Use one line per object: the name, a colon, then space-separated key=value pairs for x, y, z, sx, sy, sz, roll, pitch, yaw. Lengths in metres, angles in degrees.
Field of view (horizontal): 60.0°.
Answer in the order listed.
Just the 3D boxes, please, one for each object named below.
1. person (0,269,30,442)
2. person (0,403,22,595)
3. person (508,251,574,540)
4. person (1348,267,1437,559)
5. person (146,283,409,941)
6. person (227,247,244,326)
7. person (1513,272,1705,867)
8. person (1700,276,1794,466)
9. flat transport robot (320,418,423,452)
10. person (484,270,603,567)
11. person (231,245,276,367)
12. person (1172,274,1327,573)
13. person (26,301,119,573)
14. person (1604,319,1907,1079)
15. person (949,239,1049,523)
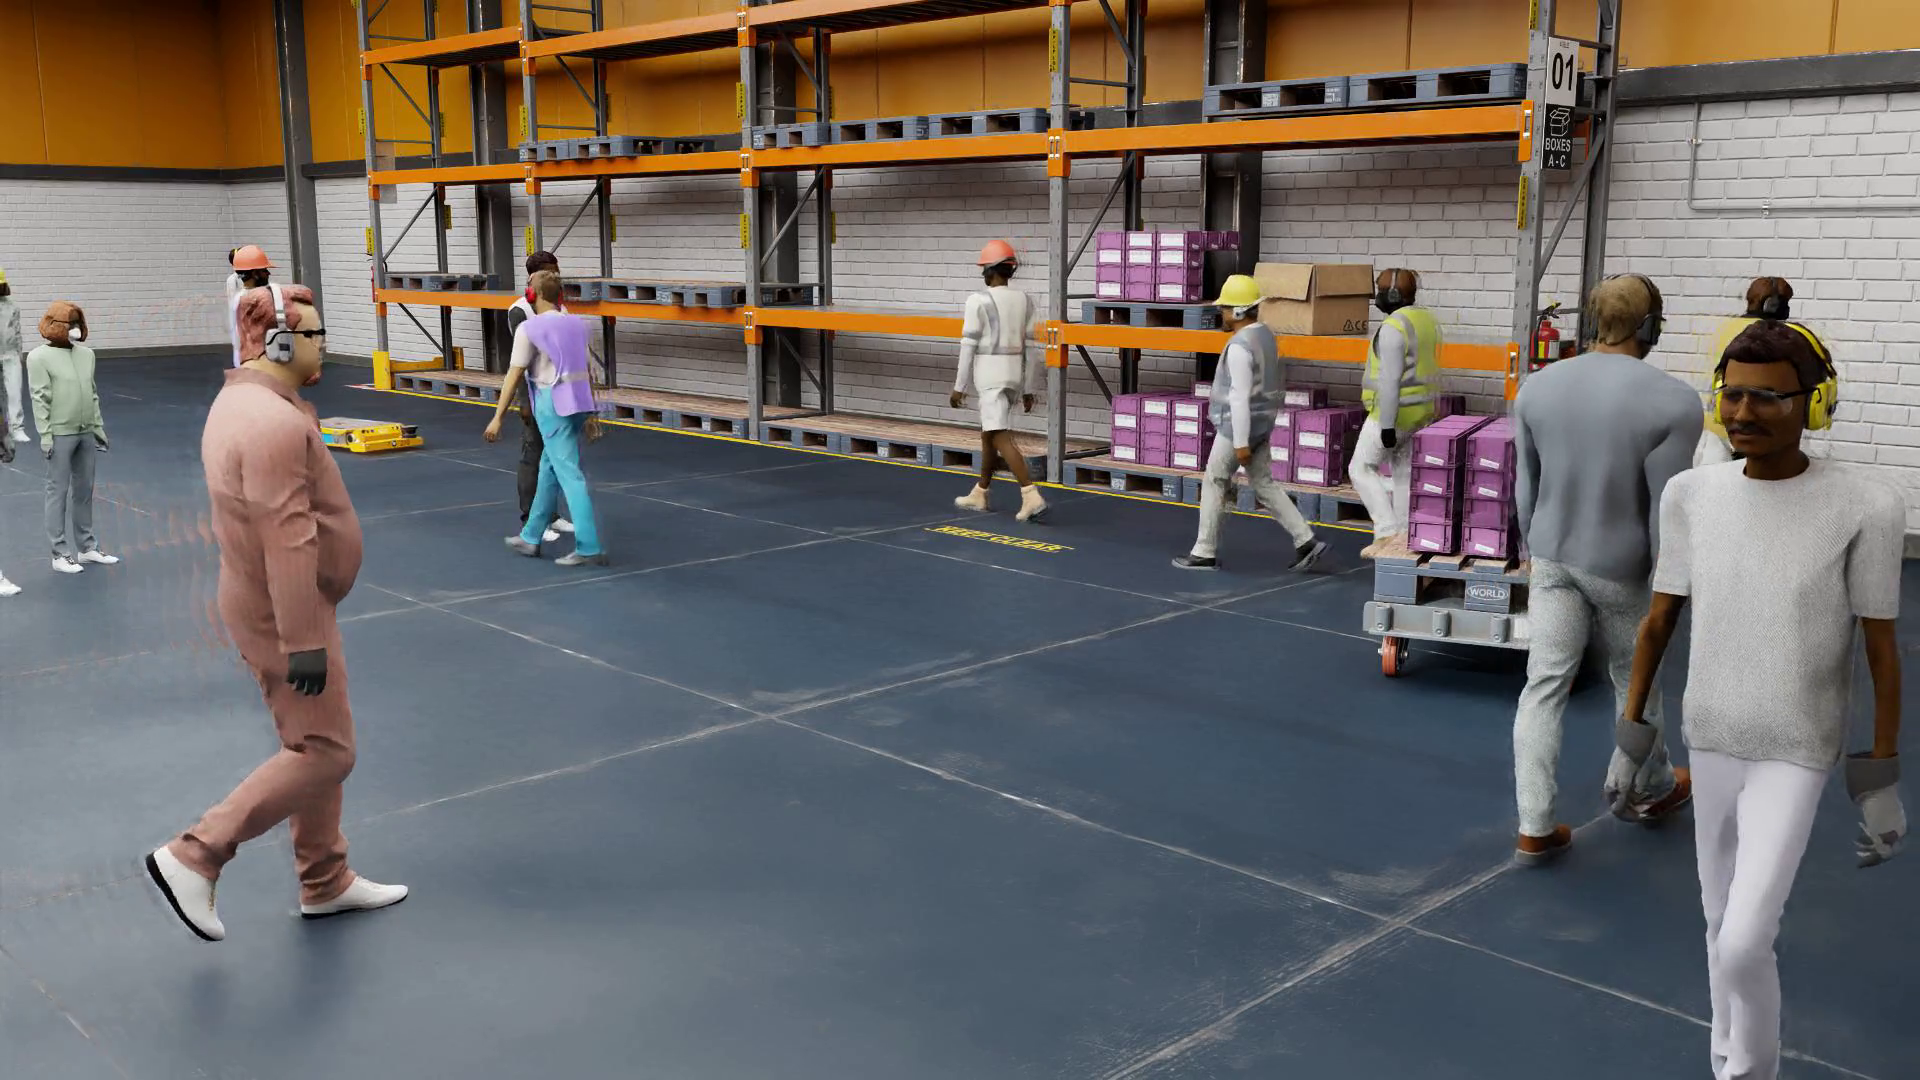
person: x=-9.531 y=-1.838 z=16.444 sx=0.764 sy=1.716 sz=0.495 roll=8 pitch=13 yaw=38
person: x=-5.754 y=-0.615 z=9.496 sx=0.919 sy=1.828 sz=0.524 roll=5 pitch=11 yaw=25
person: x=-2.806 y=-0.971 z=11.173 sx=0.398 sy=1.920 sz=0.590 roll=3 pitch=11 yaw=16
person: x=2.690 y=-0.760 z=10.292 sx=0.455 sy=1.831 sz=0.626 roll=9 pitch=14 yaw=39
person: x=-1.968 y=0.222 z=4.732 sx=0.615 sy=1.889 sz=0.663 roll=-5 pitch=12 yaw=-27
person: x=-8.490 y=-2.523 z=19.756 sx=0.328 sy=1.876 sz=0.513 roll=-2 pitch=11 yaw=-10
person: x=2.142 y=0.079 z=5.490 sx=0.973 sy=1.891 sz=0.653 roll=-10 pitch=14 yaw=-44
person: x=4.682 y=-0.645 z=9.772 sx=0.970 sy=1.781 sz=0.631 roll=1 pitch=10 yaw=4
flat transport robot: x=-5.884 y=-1.020 z=15.936 sx=1.431 sy=0.197 sz=0.652 roll=7 pitch=12 yaw=33
person: x=-2.578 y=-0.739 z=10.213 sx=0.897 sy=1.796 sz=0.613 roll=4 pitch=11 yaw=21
person: x=-5.385 y=-1.277 z=12.779 sx=0.344 sy=1.942 sz=0.549 roll=-4 pitch=11 yaw=-20
person: x=1.758 y=-0.680 z=9.928 sx=0.864 sy=1.801 sz=0.594 roll=6 pitch=12 yaw=29
person: x=-5.387 y=-0.629 z=10.084 sx=0.286 sy=1.633 sz=0.497 roll=3 pitch=11 yaw=14
person: x=1.623 y=0.471 z=3.483 sx=0.597 sy=1.849 sz=0.566 roll=-8 pitch=13 yaw=-36
person: x=0.312 y=-1.138 z=11.866 sx=0.616 sy=2.003 sz=1.016 roll=-10 pitch=14 yaw=-43
